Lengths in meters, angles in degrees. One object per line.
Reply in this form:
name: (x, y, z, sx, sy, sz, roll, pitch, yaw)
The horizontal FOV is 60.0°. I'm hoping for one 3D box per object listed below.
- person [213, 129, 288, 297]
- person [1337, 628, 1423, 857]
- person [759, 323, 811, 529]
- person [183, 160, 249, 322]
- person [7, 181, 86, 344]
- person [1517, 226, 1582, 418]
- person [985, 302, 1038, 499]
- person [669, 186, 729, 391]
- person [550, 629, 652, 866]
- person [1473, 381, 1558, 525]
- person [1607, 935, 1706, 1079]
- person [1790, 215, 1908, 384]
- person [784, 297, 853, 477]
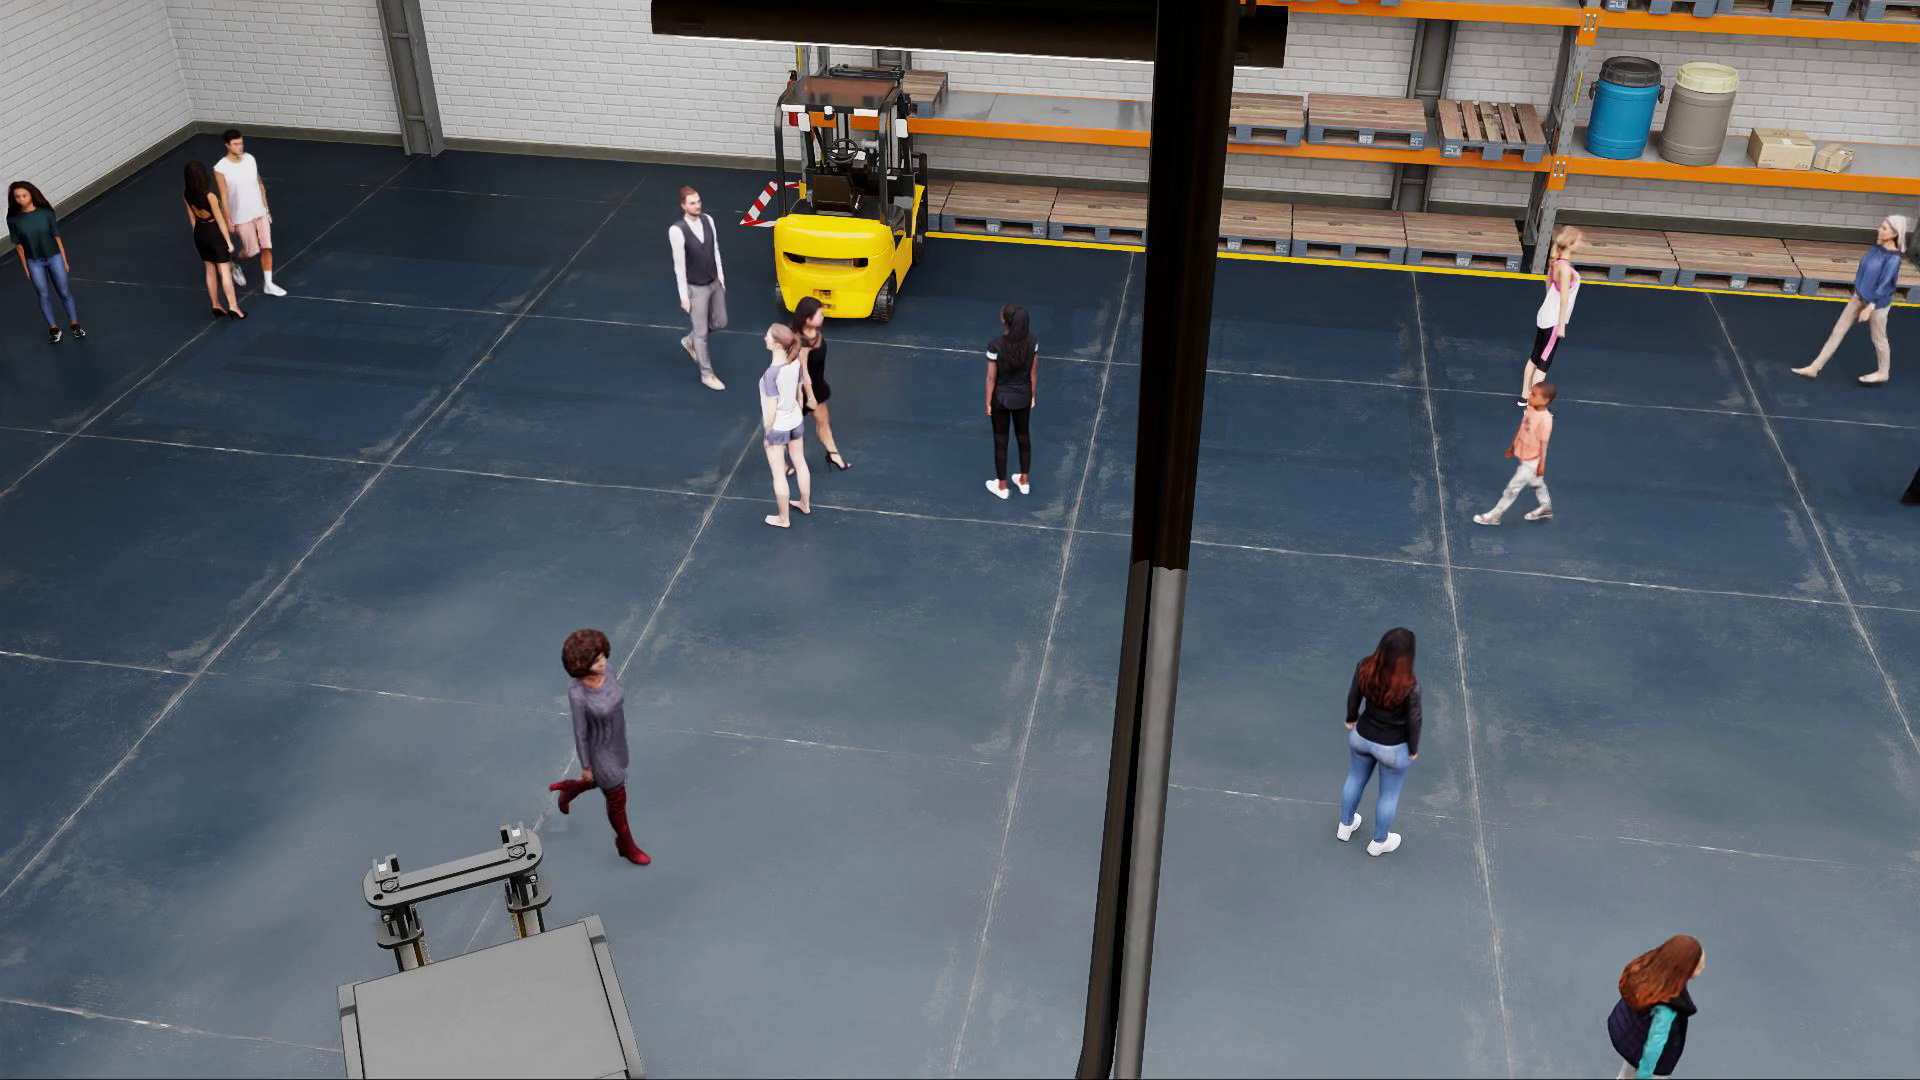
person: (-7.283, -3.332, 16.907, 1.000, 1.769, 0.857, 22, 39, 29)
person: (2.581, 1.219, 10.182, 0.689, 1.634, 0.796, 27, 42, 35)
person: (-1.408, -0.923, 13.283, 0.695, 1.769, 0.670, 24, 40, 31)
person: (-7.400, -2.940, 16.428, 0.455, 1.647, 0.634, 10, 35, 14)
person: (-8.867, -2.708, 16.107, 0.696, 1.616, 0.770, -17, 37, -23)
person: (5.261, -1.954, 14.818, 0.570, 1.787, 0.636, 0, 34, 1)
person: (0.425, -1.155, 13.669, 0.655, 1.728, 0.747, -15, 36, -21)
person: (-2.440, -2.356, 15.300, 1.013, 1.924, 0.907, 25, 41, 32)
person: (-2.225, 1.247, 10.087, 1.029, 1.692, 0.748, 15, 36, 21)
person: (4.647, -0.682, 13.364, 0.949, 1.278, 0.639, -2, 34, -4)
person: (3.380, 2.516, 8.363, 0.567, 1.489, 0.566, 6, 34, 9)
person: (8.429, -2.148, 15.235, 1.146, 1.648, 0.733, 1, 34, 1)
person: (-1.400, -1.251, 13.858, 0.932, 1.679, 0.697, 2, 34, 4)
